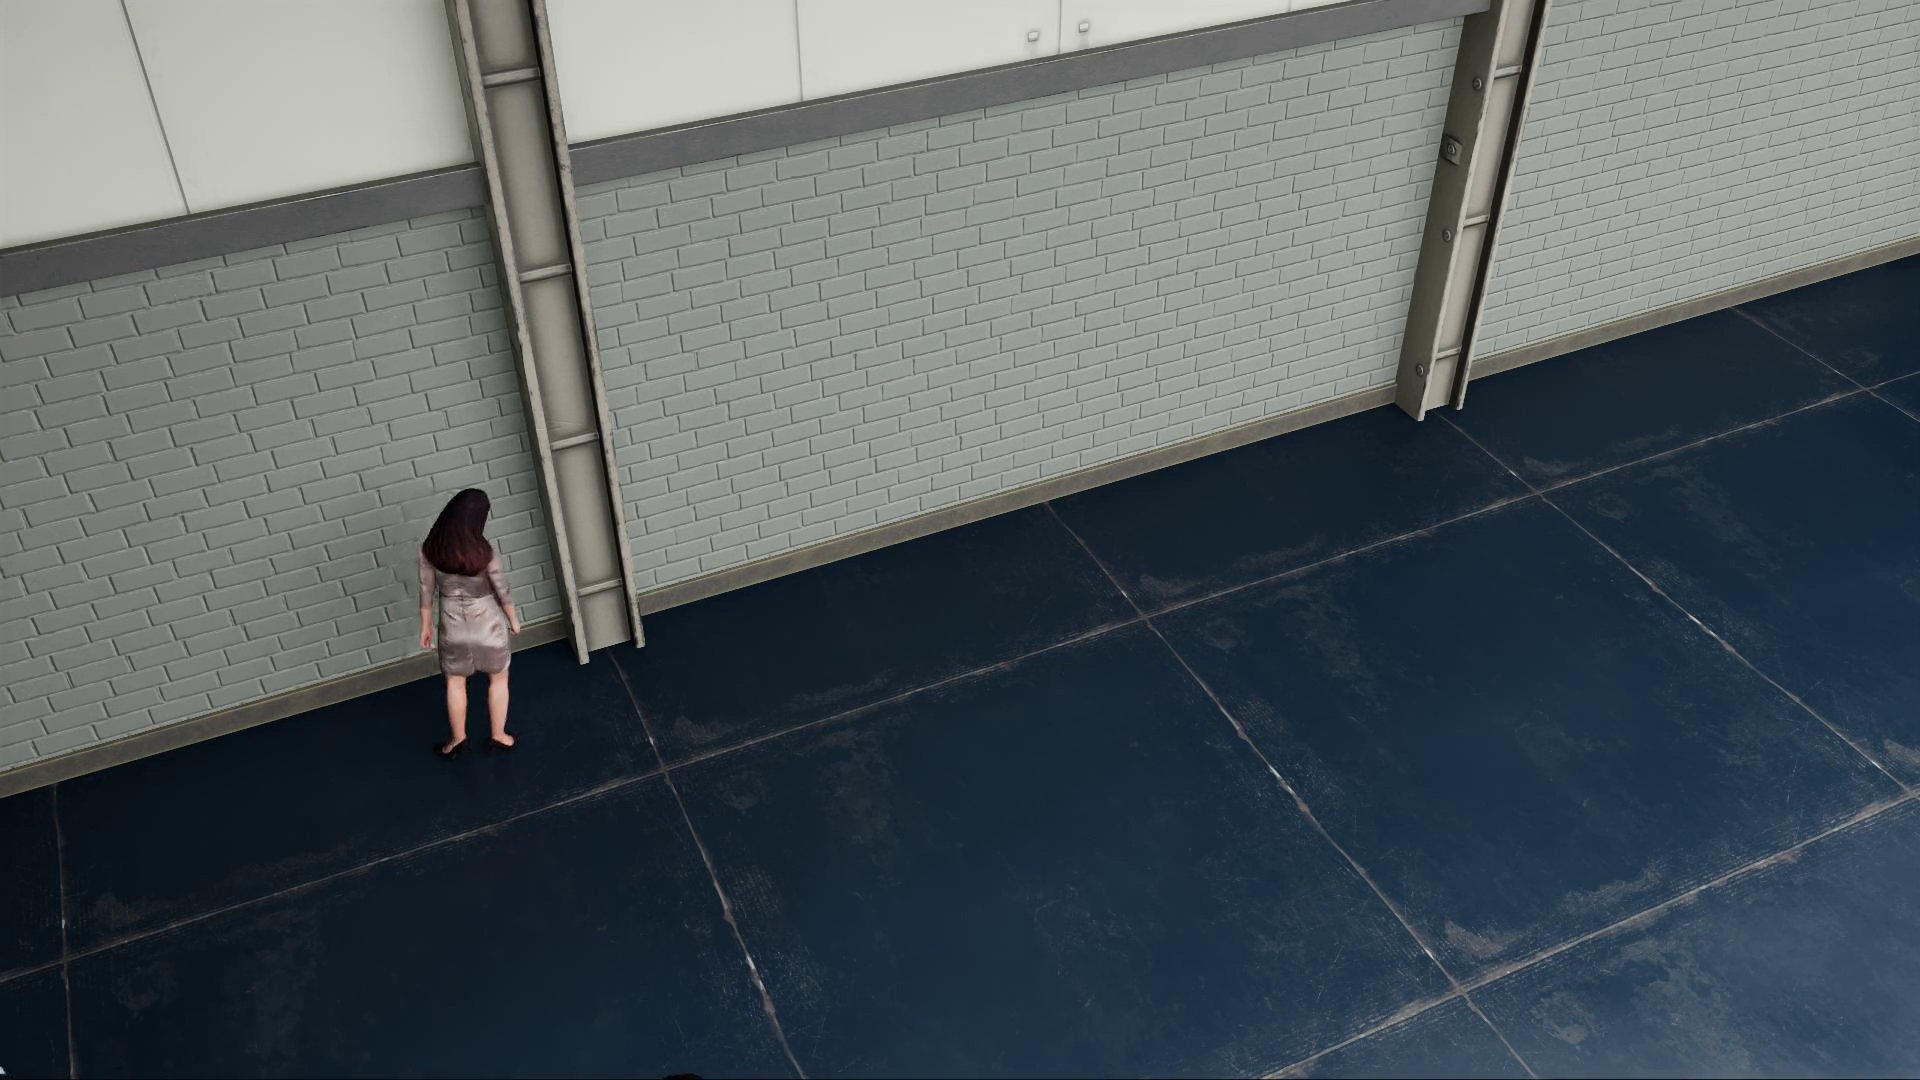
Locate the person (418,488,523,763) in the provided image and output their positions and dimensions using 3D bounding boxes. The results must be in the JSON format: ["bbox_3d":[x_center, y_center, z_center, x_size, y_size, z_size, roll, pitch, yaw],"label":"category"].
[{"bbox_3d":[-2.577,0.493,8.598,0.674,1.718,0.871,-6,38,-8],"label":"person"}]
